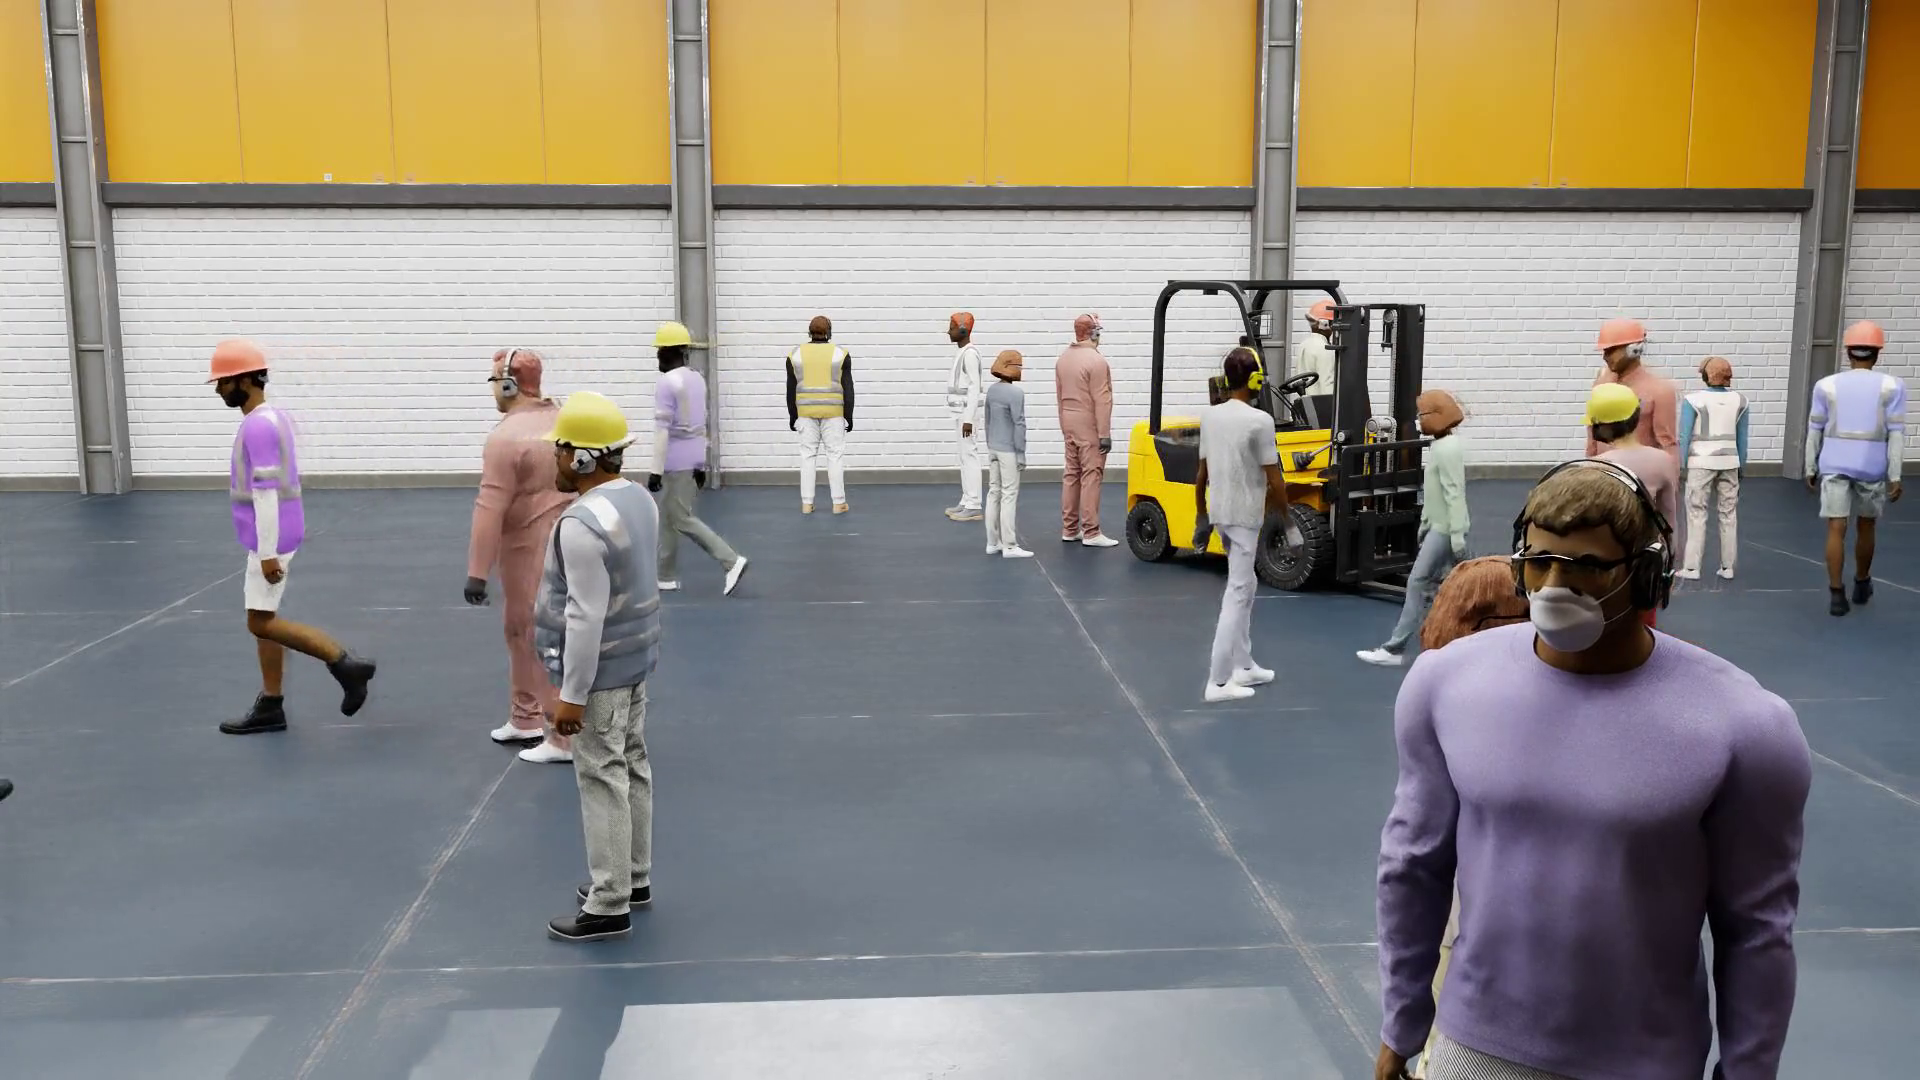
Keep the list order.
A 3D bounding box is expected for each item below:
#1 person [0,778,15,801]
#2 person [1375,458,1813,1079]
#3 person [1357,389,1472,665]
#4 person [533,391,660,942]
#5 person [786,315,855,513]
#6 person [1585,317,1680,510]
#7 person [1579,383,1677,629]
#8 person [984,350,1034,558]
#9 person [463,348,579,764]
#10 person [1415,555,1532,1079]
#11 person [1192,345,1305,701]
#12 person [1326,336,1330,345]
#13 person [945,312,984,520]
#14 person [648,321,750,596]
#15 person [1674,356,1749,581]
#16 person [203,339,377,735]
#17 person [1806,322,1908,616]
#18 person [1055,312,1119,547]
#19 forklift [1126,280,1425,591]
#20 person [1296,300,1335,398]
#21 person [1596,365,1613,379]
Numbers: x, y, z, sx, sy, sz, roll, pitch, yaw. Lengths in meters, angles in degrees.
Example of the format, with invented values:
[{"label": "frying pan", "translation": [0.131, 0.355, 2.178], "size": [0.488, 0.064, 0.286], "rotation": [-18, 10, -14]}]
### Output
[{"label": "person", "translation": [-4.391, 0.256, 6.519], "size": [0.673, 1.869, 0.978], "rotation": [7, 11, 38]}, {"label": "person", "translation": [0.969, 0.830, 2.666], "size": [0.635, 1.937, 0.354], "rotation": [6, 11, 33]}, {"label": "person", "translation": [2.750, -0.052, 9.326], "size": [0.883, 1.589, 0.524], "rotation": [3, 9, 15]}, {"label": "person", "translation": [-1.213, 0.419, 5.569], "size": [0.404, 1.836, 0.590], "rotation": [1, 9, 7]}, {"label": "person", "translation": [-1.292, -1.162, 15.478], "size": [0.631, 1.842, 0.428], "rotation": [1, 9, 4]}, {"label": "person", "translation": [4.046, -0.349, 9.957], "size": [0.596, 1.967, 0.682], "rotation": [-4, 10, -23]}, {"label": "person", "translation": [3.055, 0.141, 7.655], "size": [0.566, 1.733, 0.387], "rotation": [-4, 10, -25]}, {"label": "person", "translation": [0.368, -0.680, 13.106], "size": [0.285, 1.631, 0.501], "rotation": [-5, 10, -29]}, {"label": "person", "translation": [-2.025, 0.078, 7.543], "size": [0.732, 1.880, 0.671], "rotation": [2, 9, 15]}, {"label": "person", "translation": [1.103, 0.839, 3.556], "size": [0.282, 1.636, 0.500], "rotation": [3, 9, 17]}, {"label": "person", "translation": [1.559, -0.081, 8.693], "size": [0.696, 1.846, 0.528], "rotation": [-5, 10, -29]}, {"label": "person", "translation": [3.598, -1.302, 16.832], "size": [0.319, 1.690, 0.532], "rotation": [-5, 10, -29]}, {"label": "person", "translation": [0.048, -1.118, 15.067], "size": [0.337, 1.882, 0.584], "rotation": [-1, 9, -7]}, {"label": "person", "translation": [-1.866, -0.555, 11.483], "size": [0.835, 1.902, 0.586], "rotation": [2, 9, 12]}, {"label": "person", "translation": [5.480, -0.517, 12.112], "size": [0.530, 1.627, 0.321], "rotation": [-1, 9, -6]}, {"label": "person", "translation": [-3.253, -0.008, 8.012], "size": [0.662, 1.911, 0.581], "rotation": [-3, 9, -17]}, {"label": "person", "translation": [5.932, -0.485, 11.030], "size": [0.575, 1.899, 0.900], "rotation": [5, 11, 31]}, {"label": "person", "translation": [1.054, -0.902, 13.626], "size": [0.410, 1.913, 0.651], "rotation": [-5, 10, -29]}, {"label": "forklift", "translation": [2.301, -0.860, 12.475], "size": [1.214, 2.155, 2.313], "rotation": [-6, 11, -35]}, {"label": "person", "translation": [3.185, -1.132, 14.814], "size": [0.380, 1.995, 0.608], "rotation": [-2, 9, -11]}, {"label": "person", "translation": [6.220, -1.077, 15.672], "size": [0.532, 1.590, 0.610], "rotation": [8, 12, 41]}]
